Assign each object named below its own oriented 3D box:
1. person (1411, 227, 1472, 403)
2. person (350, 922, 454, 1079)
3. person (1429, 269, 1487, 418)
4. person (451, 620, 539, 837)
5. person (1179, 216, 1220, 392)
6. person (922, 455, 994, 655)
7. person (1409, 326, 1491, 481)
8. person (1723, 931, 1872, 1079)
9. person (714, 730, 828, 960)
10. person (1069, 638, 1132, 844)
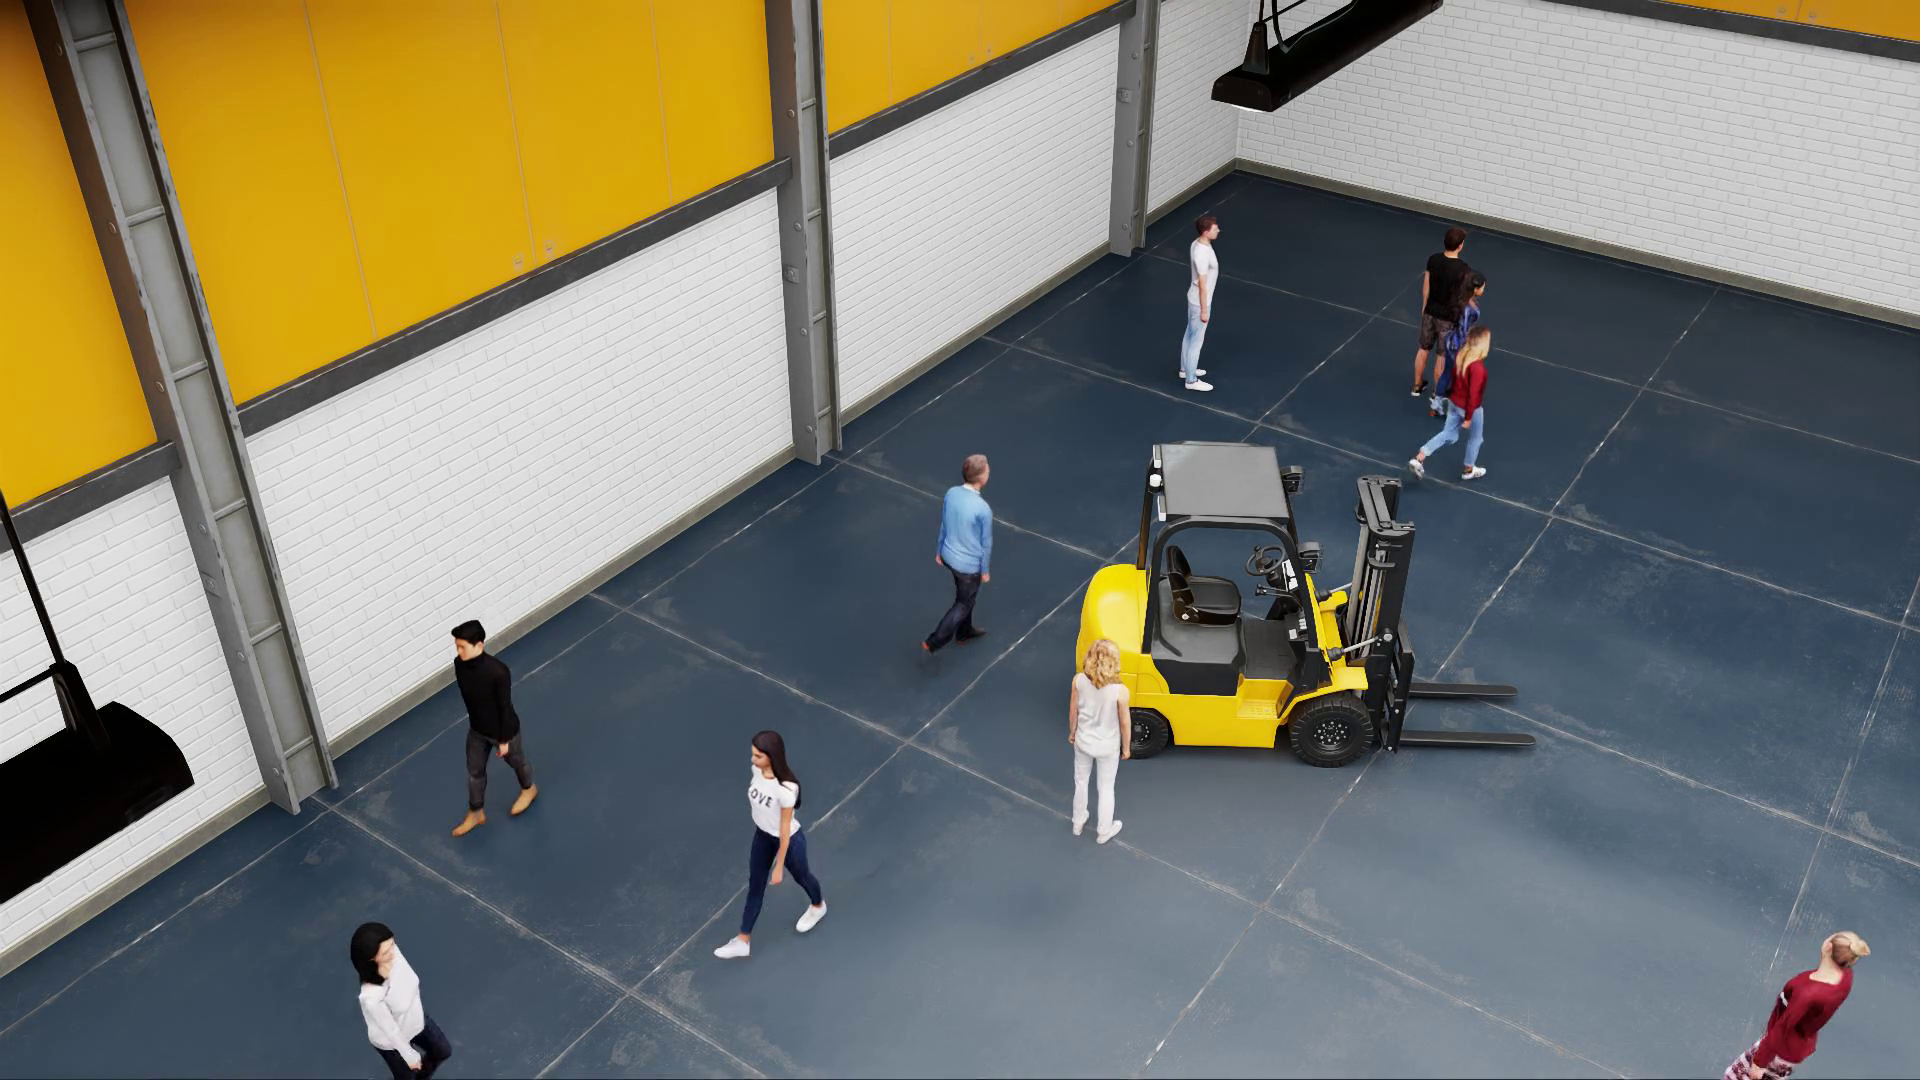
[{"bbox_3d":[4.866,-2.290,16.820,0.648,1.861,0.713,-28,43,-35],"label":"person"},{"bbox_3d":[-3.249,2.766,9.375,0.786,1.683,0.695,0,34,0],"label":"person"},{"bbox_3d":[4.864,-1.930,16.502,0.792,1.613,0.701,4,34,7],"label":"person"},{"bbox_3d":[-3.220,1.240,11.656,0.736,1.698,0.970,15,36,21],"label":"person"},{"bbox_3d":[2.451,-2.450,17.070,0.784,1.852,0.686,-1,34,-1],"label":"person"},{"bbox_3d":[-0.022,0.178,13.180,1.052,1.781,0.847,-27,42,-34],"label":"person"},{"bbox_3d":[4.617,-1.215,15.433,1.130,1.605,0.978,-11,35,-17],"label":"person"},{"bbox_3d":[4.616,2.830,9.293,0.845,1.666,0.672,29,43,36],"label":"person"},{"bbox_3d":[-1.070,1.896,10.634,1.135,1.737,0.754,-29,43,-36],"label":"person"},{"bbox_3d":[0.942,1.376,11.477,0.632,1.669,0.580,16,37,22],"label":"person"}]
